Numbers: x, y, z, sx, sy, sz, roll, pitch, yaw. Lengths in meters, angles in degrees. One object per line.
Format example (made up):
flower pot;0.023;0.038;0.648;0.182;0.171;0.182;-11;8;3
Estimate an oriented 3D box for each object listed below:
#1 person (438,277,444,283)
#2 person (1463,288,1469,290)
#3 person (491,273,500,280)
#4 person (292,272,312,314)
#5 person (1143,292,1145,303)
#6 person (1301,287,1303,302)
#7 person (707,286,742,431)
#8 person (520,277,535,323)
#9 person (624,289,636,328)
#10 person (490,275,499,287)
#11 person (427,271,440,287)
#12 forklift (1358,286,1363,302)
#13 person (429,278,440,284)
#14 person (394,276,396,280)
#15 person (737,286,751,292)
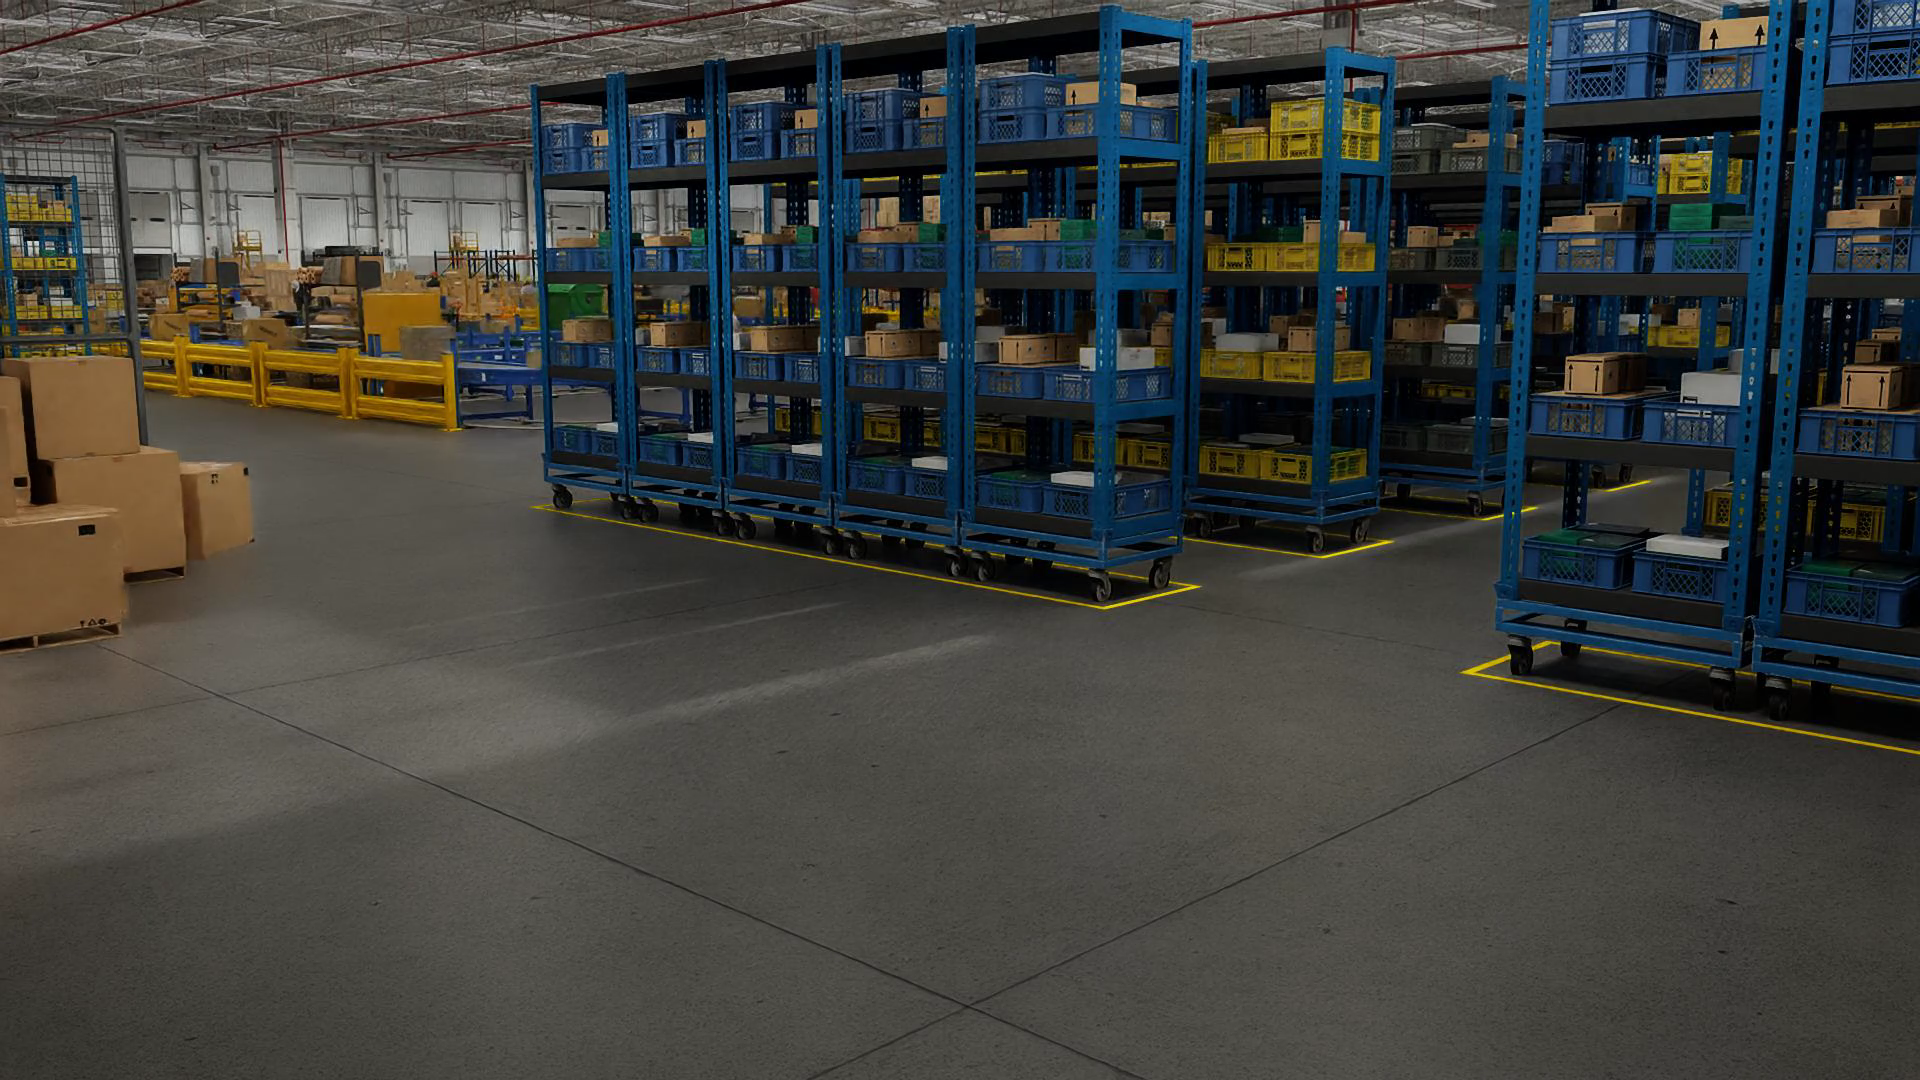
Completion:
person;-20.385;-9.485;65.627;0.910;1.722;0.533;-6;11;-33
person;20.091;-9.461;65.845;0.715;1.609;0.506;0;9;-2
person;-24.055;-12.873;86.071;0.429;1.838;0.621;9;13;44
person;-24.580;-9.071;62.126;0.674;2.000;0.535;-4;10;-24
person;6.162;-8.023;56.780;0.593;1.674;0.557;3;10;16
person;11.929;-8.270;57.717;0.532;1.875;0.662;0;9;-1
person;-2.605;-1.901;18.581;0.403;1.906;0.651;-7;11;-35
person;-15.005;-8.261;57.877;0.790;1.810;0.589;9;13;44
person;-5.941;-3.659;29.957;0.588;1.701;0.863;6;11;33
person;-23.183;-12.321;82.851;0.999;1.791;0.522;7;12;37
person;-18.736;-8.587;59.311;0.617;1.989;0.392;5;11;30
forklift;11.100;-7.017;46.970;1.873;2.768;1.129;9;13;43
person;-25.232;-11.897;79.855;0.629;1.916;0.628;3;10;15
person;-28.496;-12.528;84.292;0.471;1.724;0.481;5;10;28
person;-10.021;-11.498;77.405;0.625;1.911;0.996;-8;12;-39
